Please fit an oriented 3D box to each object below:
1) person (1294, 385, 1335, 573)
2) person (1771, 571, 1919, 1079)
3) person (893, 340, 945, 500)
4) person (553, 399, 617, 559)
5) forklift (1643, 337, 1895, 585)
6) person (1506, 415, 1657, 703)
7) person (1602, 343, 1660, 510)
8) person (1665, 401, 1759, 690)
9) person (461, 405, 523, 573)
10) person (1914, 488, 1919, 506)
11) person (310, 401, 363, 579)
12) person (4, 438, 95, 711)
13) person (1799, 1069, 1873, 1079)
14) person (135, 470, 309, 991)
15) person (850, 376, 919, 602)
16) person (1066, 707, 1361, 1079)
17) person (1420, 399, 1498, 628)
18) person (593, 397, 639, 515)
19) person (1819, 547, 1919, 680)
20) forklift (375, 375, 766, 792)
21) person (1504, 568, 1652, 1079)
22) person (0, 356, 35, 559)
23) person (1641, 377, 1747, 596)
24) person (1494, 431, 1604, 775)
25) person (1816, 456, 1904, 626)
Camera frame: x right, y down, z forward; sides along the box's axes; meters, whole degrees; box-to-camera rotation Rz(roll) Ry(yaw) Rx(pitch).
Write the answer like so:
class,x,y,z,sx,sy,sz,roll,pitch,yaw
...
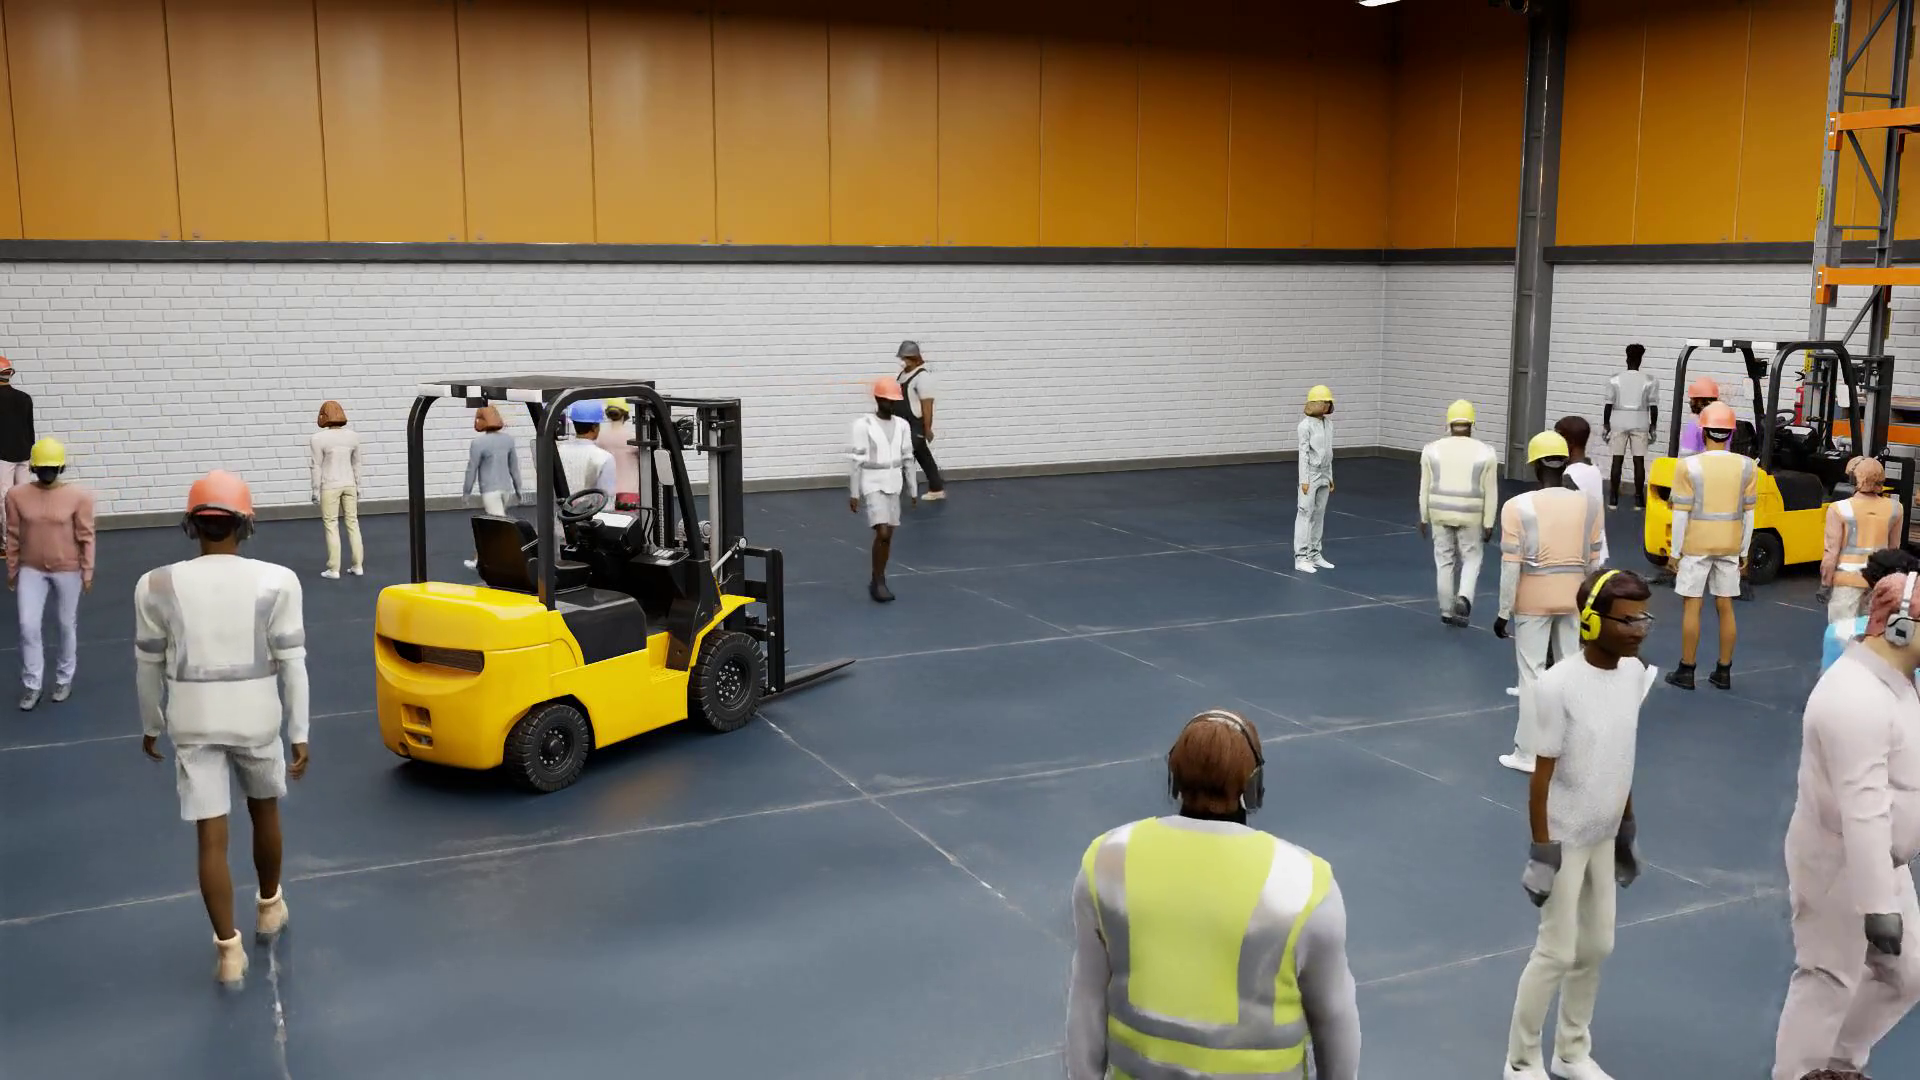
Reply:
class,x,y,z,sx,sy,sz,roll,pitch,yaw
person,3.343,-0.576,15.574,0.288,1.746,0.487,9,13,44
person,2.837,1.025,5.216,0.487,1.886,0.688,8,12,40
person,-0.589,-1.453,20.101,1.038,2.000,0.697,-3,10,-21
person,-2.734,-0.065,11.915,0.614,1.914,0.945,4,10,25
forklift,7.551,-0.789,15.507,2.313,2.155,1.214,-4,10,-25
person,4.025,0.145,10.676,0.854,1.883,0.603,5,10,28
person,7.887,-1.332,19.577,0.613,1.963,0.362,4,10,23
person,5.010,0.044,11.130,0.545,1.939,0.354,0,9,1
person,-4.273,-0.434,15.176,0.863,1.583,0.532,5,10,29
person,8.611,-0.452,14.516,0.504,1.839,0.344,0,9,0
person,-5.703,-0.462,15.239,0.279,1.624,0.494,7,11,36
person,-5.835,0.215,10.662,0.543,1.731,0.652,-3,10,-18
person,1.064,1.561,2.045,0.556,1.832,0.892,0,9,-3
person,-2.959,0.719,6.701,0.634,2.004,0.891,-4,10,-22
person,-0.608,-0.420,14.056,0.588,1.916,0.566,-7,11,-37
person,0.614,1.276,3.935,0.652,1.788,0.969,5,10,28
person,3.869,-0.187,12.945,0.595,1.817,0.510,4,10,24
person,-2.950,-0.419,14.616,0.529,1.737,0.767,1,9,8
person,3.862,0.862,6.919,0.538,1.651,0.822,4,10,22
forklift,-2.268,0.149,9.685,1.214,2.155,2.313,6,11,32
person,2.070,0.997,5.515,0.520,1.851,0.391,-6,11,-35
person,-9.330,-0.813,16.299,0.402,1.988,0.613,2,9,12
person,6.438,-0.456,14.409,0.558,1.896,0.993,-7,11,-35
person,3.260,0.355,9.270,0.589,1.915,0.396,-1,9,-7
person,5.691,0.288,10.538,0.511,1.641,0.308,-1,9,-6
